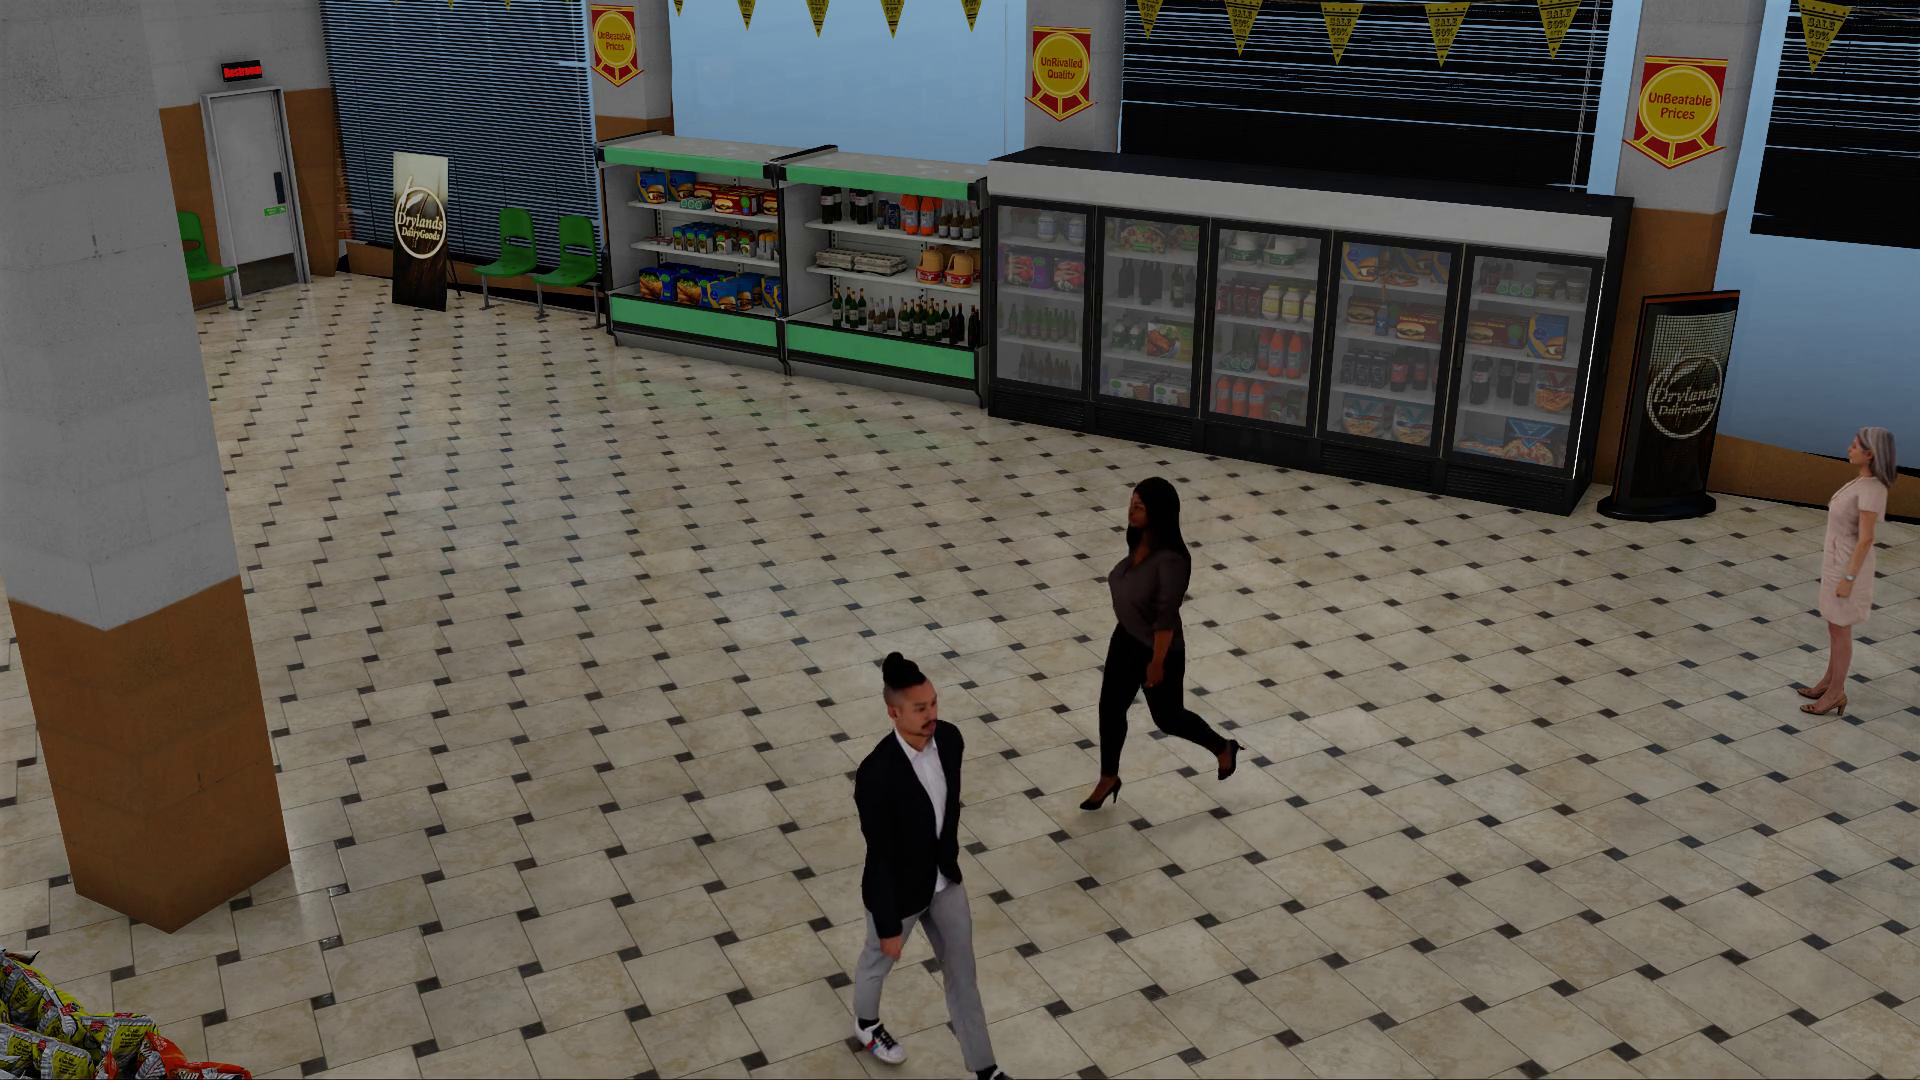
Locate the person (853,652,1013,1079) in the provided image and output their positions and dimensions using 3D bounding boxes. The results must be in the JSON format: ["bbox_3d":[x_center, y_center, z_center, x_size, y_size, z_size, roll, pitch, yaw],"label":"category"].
[{"bbox_3d":[-0.261,1.295,6.534,1.248,1.905,0.948,20,30,41],"label":"person"}]

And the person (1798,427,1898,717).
[{"bbox_3d":[5.093,0.182,9.532,0.568,1.735,0.617,9,24,22],"label":"person"}]

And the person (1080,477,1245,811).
[{"bbox_3d":[1.057,0.569,8.465,1.118,1.812,1.140,-9,23,-21],"label":"person"}]
